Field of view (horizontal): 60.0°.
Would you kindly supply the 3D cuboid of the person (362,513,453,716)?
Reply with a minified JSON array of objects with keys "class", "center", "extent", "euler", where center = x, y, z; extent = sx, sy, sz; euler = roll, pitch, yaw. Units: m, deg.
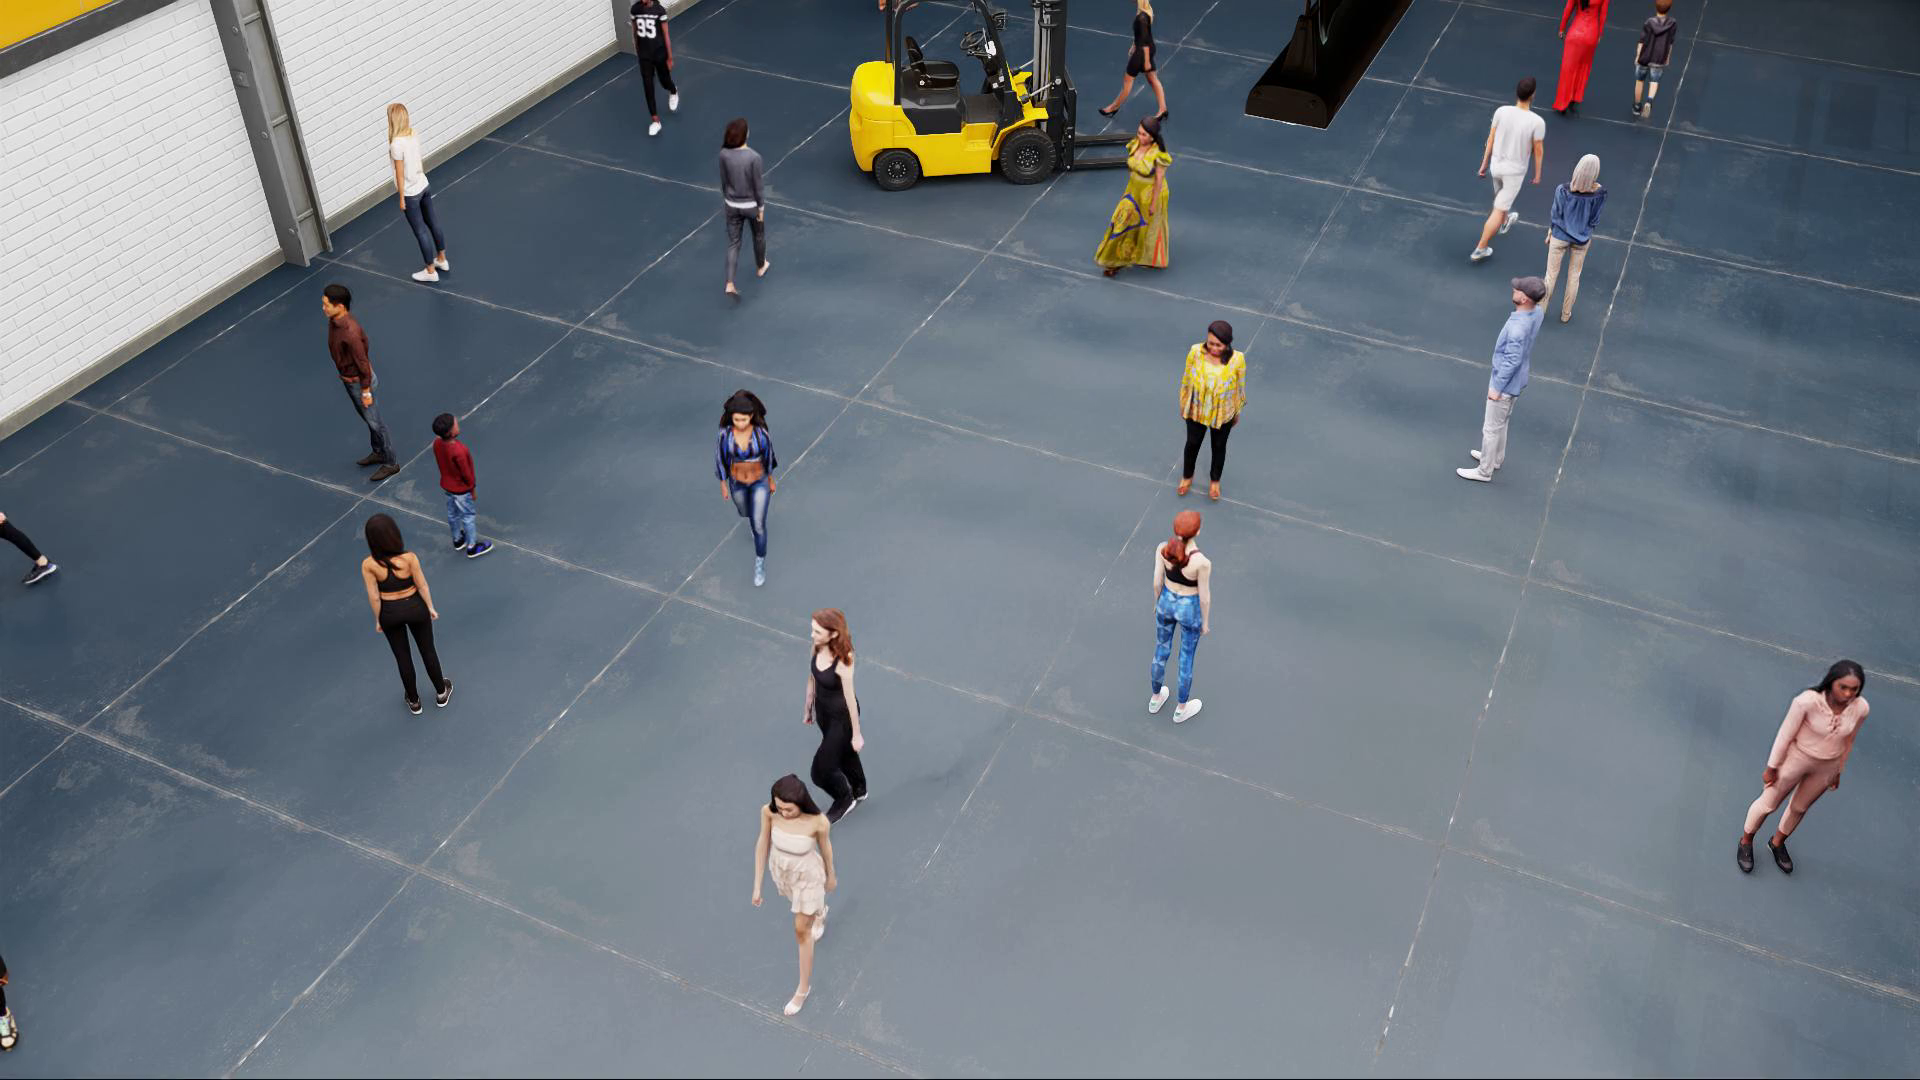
[{"class":"person","center":[-3.830,0.513,11.443],"extent":[0.630,1.641,0.690],"euler":[-13,40,-15]}]

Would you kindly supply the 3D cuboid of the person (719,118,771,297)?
[{"class":"person","center":[-2.116,-3.170,15.978],"extent":[0.810,1.737,1.144],"euler":[5,39,6]}]

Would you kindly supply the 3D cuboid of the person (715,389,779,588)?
[{"class":"person","center":[-1.611,-0.471,12.716],"extent":[0.906,1.589,1.124],"euler":[0,39,0]}]

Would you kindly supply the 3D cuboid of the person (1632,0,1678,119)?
[{"class":"person","center":[7.992,-5.552,19.202],"extent":[0.622,1.435,0.814],"euler":[11,40,14]}]

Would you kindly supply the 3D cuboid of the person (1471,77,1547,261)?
[{"class":"person","center":[5.403,-3.639,16.516],"extent":[0.981,1.798,1.332],"euler":[30,48,32]}]

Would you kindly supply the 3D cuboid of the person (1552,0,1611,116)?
[{"class":"person","center":[7.170,-5.758,19.199],"extent":[0.706,1.772,0.778],"euler":[7,39,9]}]

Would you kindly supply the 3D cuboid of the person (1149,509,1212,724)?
[{"class":"person","center":[1.497,0.513,11.336],"extent":[0.597,1.786,0.625],"euler":[22,44,25]}]

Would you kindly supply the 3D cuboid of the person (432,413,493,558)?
[{"class":"person","center":[-3.919,-0.429,12.936],"extent":[0.538,1.250,0.543],"euler":[26,45,29]}]

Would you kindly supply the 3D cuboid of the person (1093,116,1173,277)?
[{"class":"person","center":[1.874,-3.408,16.369],"extent":[0.931,1.632,1.249],"euler":[27,46,30]}]

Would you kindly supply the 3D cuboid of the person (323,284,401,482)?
[{"class":"person","center":[-4.911,-1.305,13.607],"extent":[0.696,1.781,0.724],"euler":[-25,45,-28]}]

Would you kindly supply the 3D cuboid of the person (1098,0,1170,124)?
[{"class":"person","center":[2.176,-5.501,18.986],"extent":[0.810,1.625,1.046],"euler":[6,39,8]}]

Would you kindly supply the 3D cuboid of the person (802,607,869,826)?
[{"class":"person","center":[-0.704,1.079,10.663],"extent":[0.830,1.730,0.775],"euler":[-25,45,-28]}]

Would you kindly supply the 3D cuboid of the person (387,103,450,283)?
[{"class":"person","center":[-5.296,-3.392,16.197],"extent":[0.682,1.810,0.502],"euler":[8,39,10]}]

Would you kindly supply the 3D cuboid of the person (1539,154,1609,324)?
[{"class":"person","center":[5.721,-2.820,15.580],"extent":[0.675,1.698,0.658],"euler":[5,39,6]}]

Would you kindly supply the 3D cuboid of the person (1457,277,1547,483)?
[{"class":"person","center":[4.456,-1.314,13.532],"extent":[0.750,1.888,0.564],"euler":[24,44,27]}]

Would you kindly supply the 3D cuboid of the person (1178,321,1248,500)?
[{"class":"person","center":[2.024,-1.053,13.394],"extent":[0.777,1.653,0.814],"euler":[8,39,10]}]

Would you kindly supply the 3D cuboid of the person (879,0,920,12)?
[{"class":"person","center":[-0.919,-7.831,21.752],"extent":[0.741,1.815,0.849],"euler":[28,46,30]}]

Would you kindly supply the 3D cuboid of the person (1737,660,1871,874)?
[{"class":"person","center":[5.223,1.395,10.276],"extent":[0.689,1.720,0.650],"euler":[2,39,2]}]

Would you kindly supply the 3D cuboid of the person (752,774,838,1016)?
[{"class":"person","center":[-0.919,1.892,9.681],"extent":[0.581,1.685,0.976],"euler":[13,41,16]}]

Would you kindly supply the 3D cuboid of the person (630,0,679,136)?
[{"class":"person","center":[-3.461,-5.550,18.984],"extent":[0.797,1.705,1.134],"euler":[7,39,9]}]
